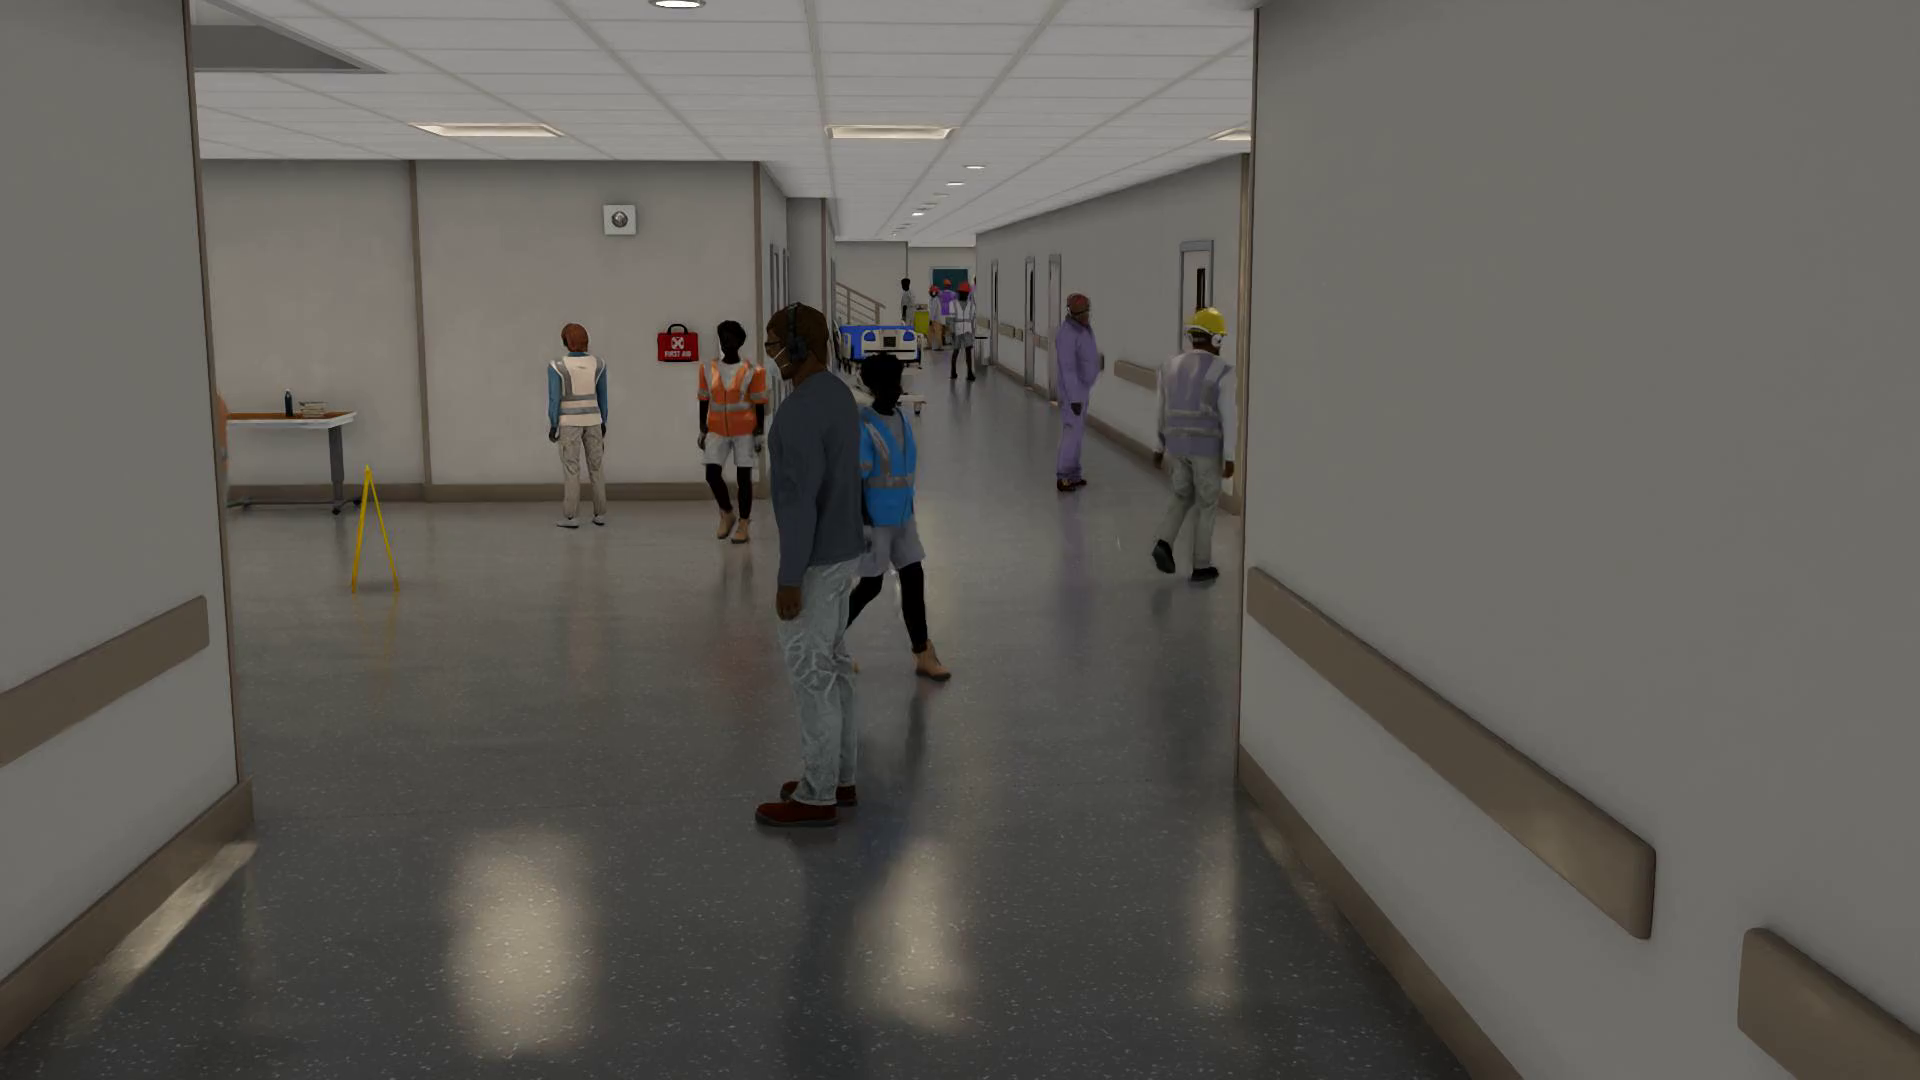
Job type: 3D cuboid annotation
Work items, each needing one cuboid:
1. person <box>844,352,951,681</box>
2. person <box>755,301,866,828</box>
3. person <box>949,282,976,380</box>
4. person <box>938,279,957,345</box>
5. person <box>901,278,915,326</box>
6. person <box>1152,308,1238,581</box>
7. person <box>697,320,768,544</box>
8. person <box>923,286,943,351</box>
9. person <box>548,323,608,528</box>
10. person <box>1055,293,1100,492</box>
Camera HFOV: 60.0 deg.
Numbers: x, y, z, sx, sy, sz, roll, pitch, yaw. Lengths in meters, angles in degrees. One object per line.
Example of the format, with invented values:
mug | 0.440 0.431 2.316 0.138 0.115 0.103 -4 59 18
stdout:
person | -0.417 -0.117 8.300 0.691 1.651 0.590 6 11 32
person | -0.546 0.091 6.158 0.385 1.929 0.636 1 9 9
person | 0.029 -4.056 32.302 0.541 1.892 0.950 -2 9 -14
person | -0.379 -6.558 47.994 0.572 1.920 0.537 -1 9 -4
person | -1.373 -5.850 43.379 0.389 1.951 0.613 3 10 18
person | 1.543 -0.616 10.953 0.635 1.810 0.539 8 12 40
person | -1.713 -0.806 12.493 0.557 1.683 0.369 2 9 10
person | -0.771 -5.873 44.182 0.714 1.726 0.588 0 9 2
person | -3.055 -0.912 13.339 0.514 1.641 0.308 -7 12 -39
person | 1.131 -1.397 15.712 0.396 1.864 0.762 3 9 17
